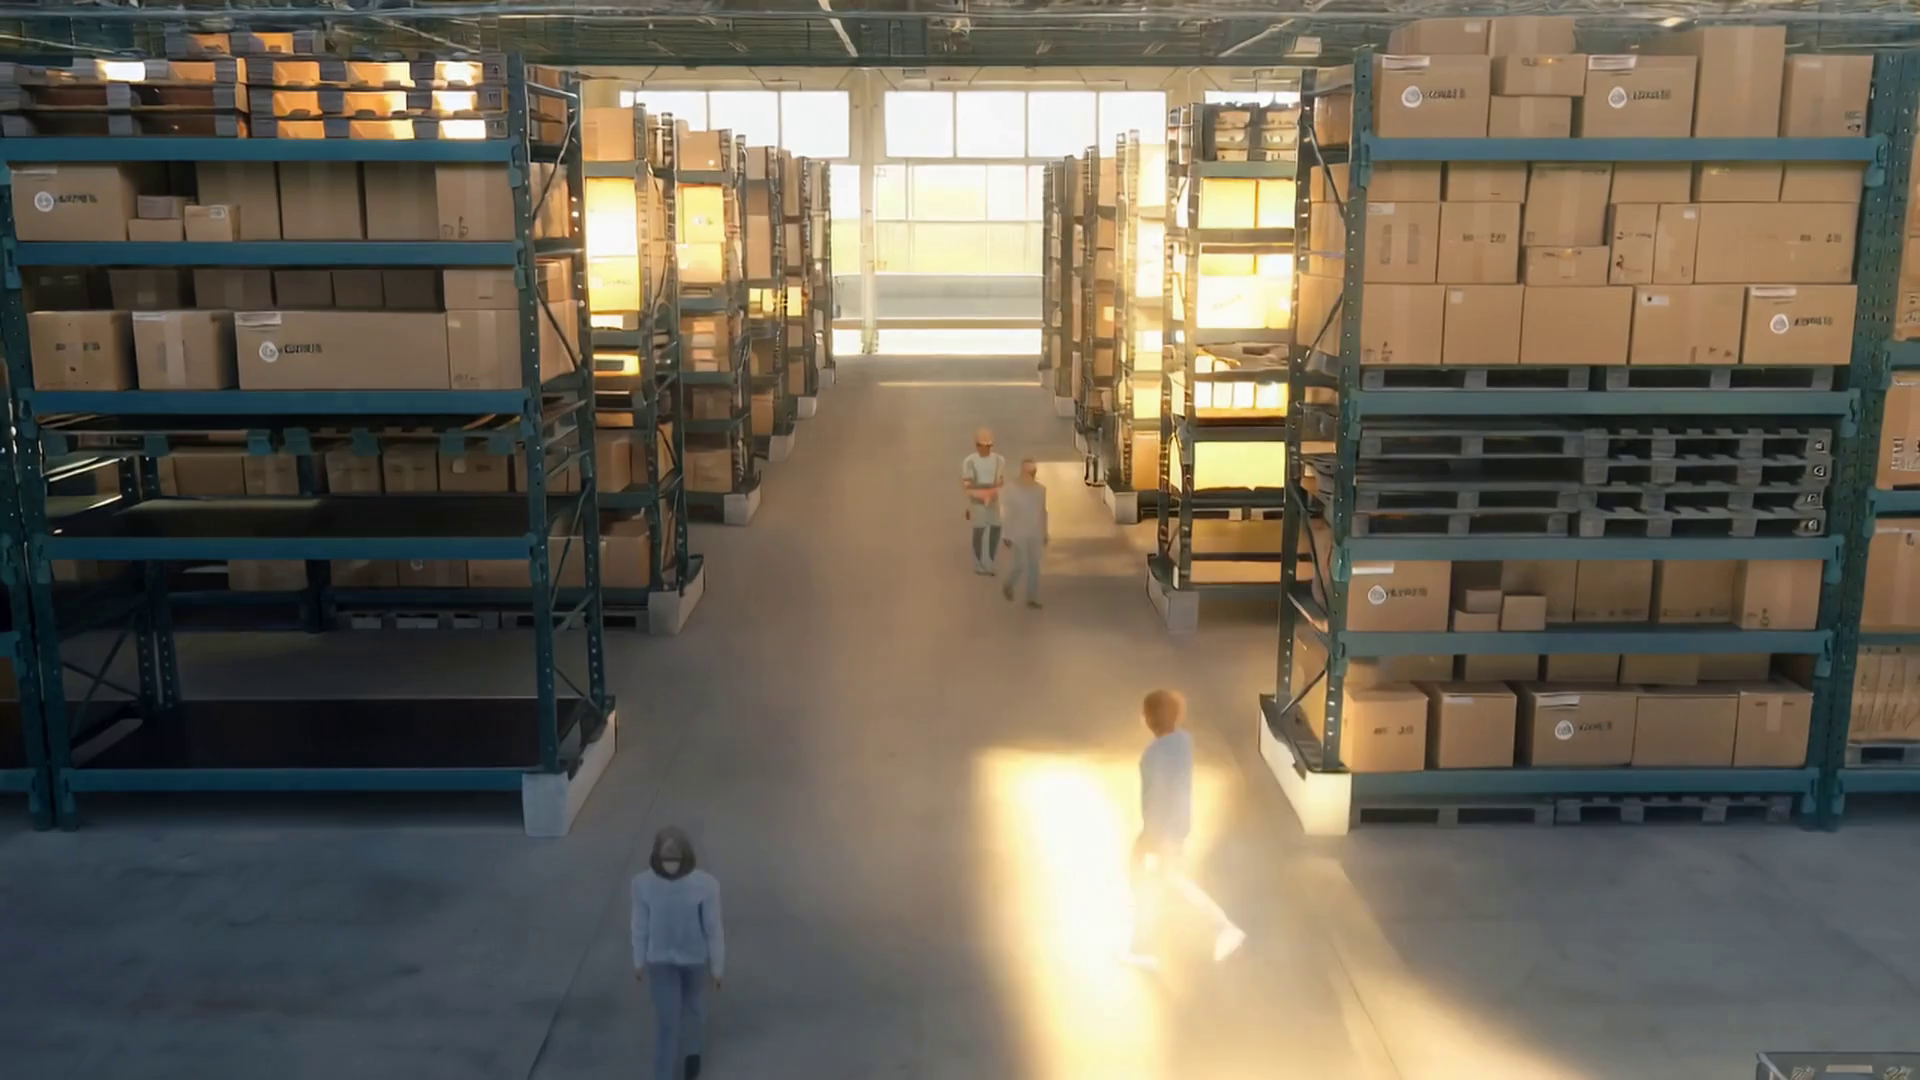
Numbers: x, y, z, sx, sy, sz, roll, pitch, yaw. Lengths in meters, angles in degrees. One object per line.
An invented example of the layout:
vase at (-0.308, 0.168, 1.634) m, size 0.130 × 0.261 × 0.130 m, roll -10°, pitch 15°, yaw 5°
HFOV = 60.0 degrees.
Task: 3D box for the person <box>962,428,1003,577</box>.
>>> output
person at (0.340, -0.485, 22.236) m, size 0.625 × 2.016 × 0.694 m, roll -4°, pitch 12°, yaw -21°

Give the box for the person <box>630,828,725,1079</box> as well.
person at (-1.560, 2.358, 9.211) m, size 0.520 × 1.579 × 0.845 m, roll -1°, pitch 11°, yaw -3°

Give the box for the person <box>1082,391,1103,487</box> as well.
person at (2.366, -1.796, 29.573) m, size 0.319 × 1.692 × 0.536 m, roll -6°, pitch 13°, yaw -29°

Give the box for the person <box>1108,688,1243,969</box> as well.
person at (1.395, 1.891, 10.744) m, size 0.786 × 1.915 × 0.634 m, roll 5°, pitch 12°, yaw 24°

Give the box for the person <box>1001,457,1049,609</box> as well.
person at (0.807, -0.098, 20.638) m, size 0.676 × 1.891 × 0.496 m, roll -7°, pitch 13°, yaw -30°
